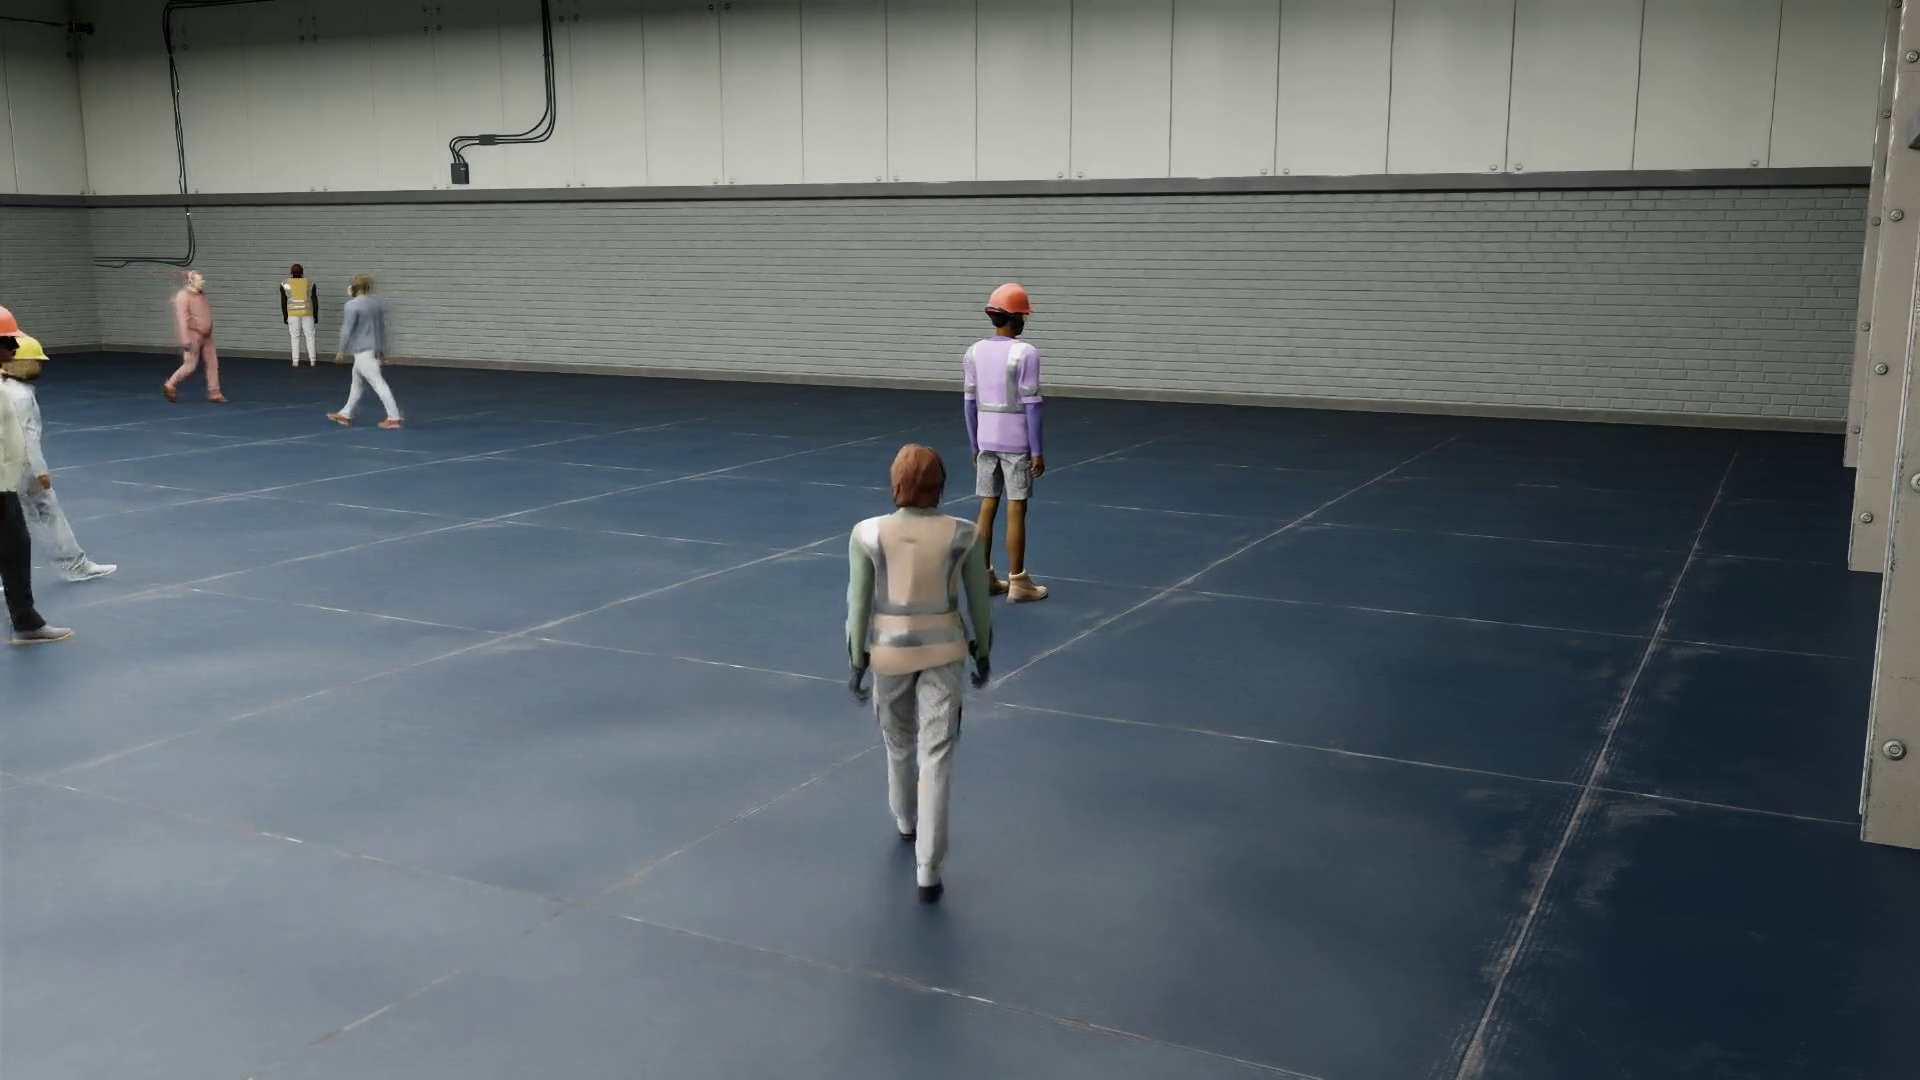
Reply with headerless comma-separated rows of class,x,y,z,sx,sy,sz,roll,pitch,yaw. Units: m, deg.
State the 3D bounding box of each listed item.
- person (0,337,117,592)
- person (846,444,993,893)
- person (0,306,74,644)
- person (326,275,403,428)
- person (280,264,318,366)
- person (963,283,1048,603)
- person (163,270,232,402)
person,-6.230,-0.503,11.056,0.939,1.686,0.489,-6,12,-29
person,-0.147,0.443,6.161,0.537,1.592,0.878,0,10,2
person,-5.528,-0.325,9.327,0.772,1.973,0.631,-7,12,-33
person,-7.311,-2.295,20.345,1.072,1.877,0.633,2,11,8
person,-11.891,-4.051,29.979,0.627,1.844,0.429,-5,11,-24
person,0.306,-0.620,10.713,0.605,2.045,0.382,9,14,41
person,-10.767,-2.845,23.326,0.830,1.881,0.654,2,11,10
